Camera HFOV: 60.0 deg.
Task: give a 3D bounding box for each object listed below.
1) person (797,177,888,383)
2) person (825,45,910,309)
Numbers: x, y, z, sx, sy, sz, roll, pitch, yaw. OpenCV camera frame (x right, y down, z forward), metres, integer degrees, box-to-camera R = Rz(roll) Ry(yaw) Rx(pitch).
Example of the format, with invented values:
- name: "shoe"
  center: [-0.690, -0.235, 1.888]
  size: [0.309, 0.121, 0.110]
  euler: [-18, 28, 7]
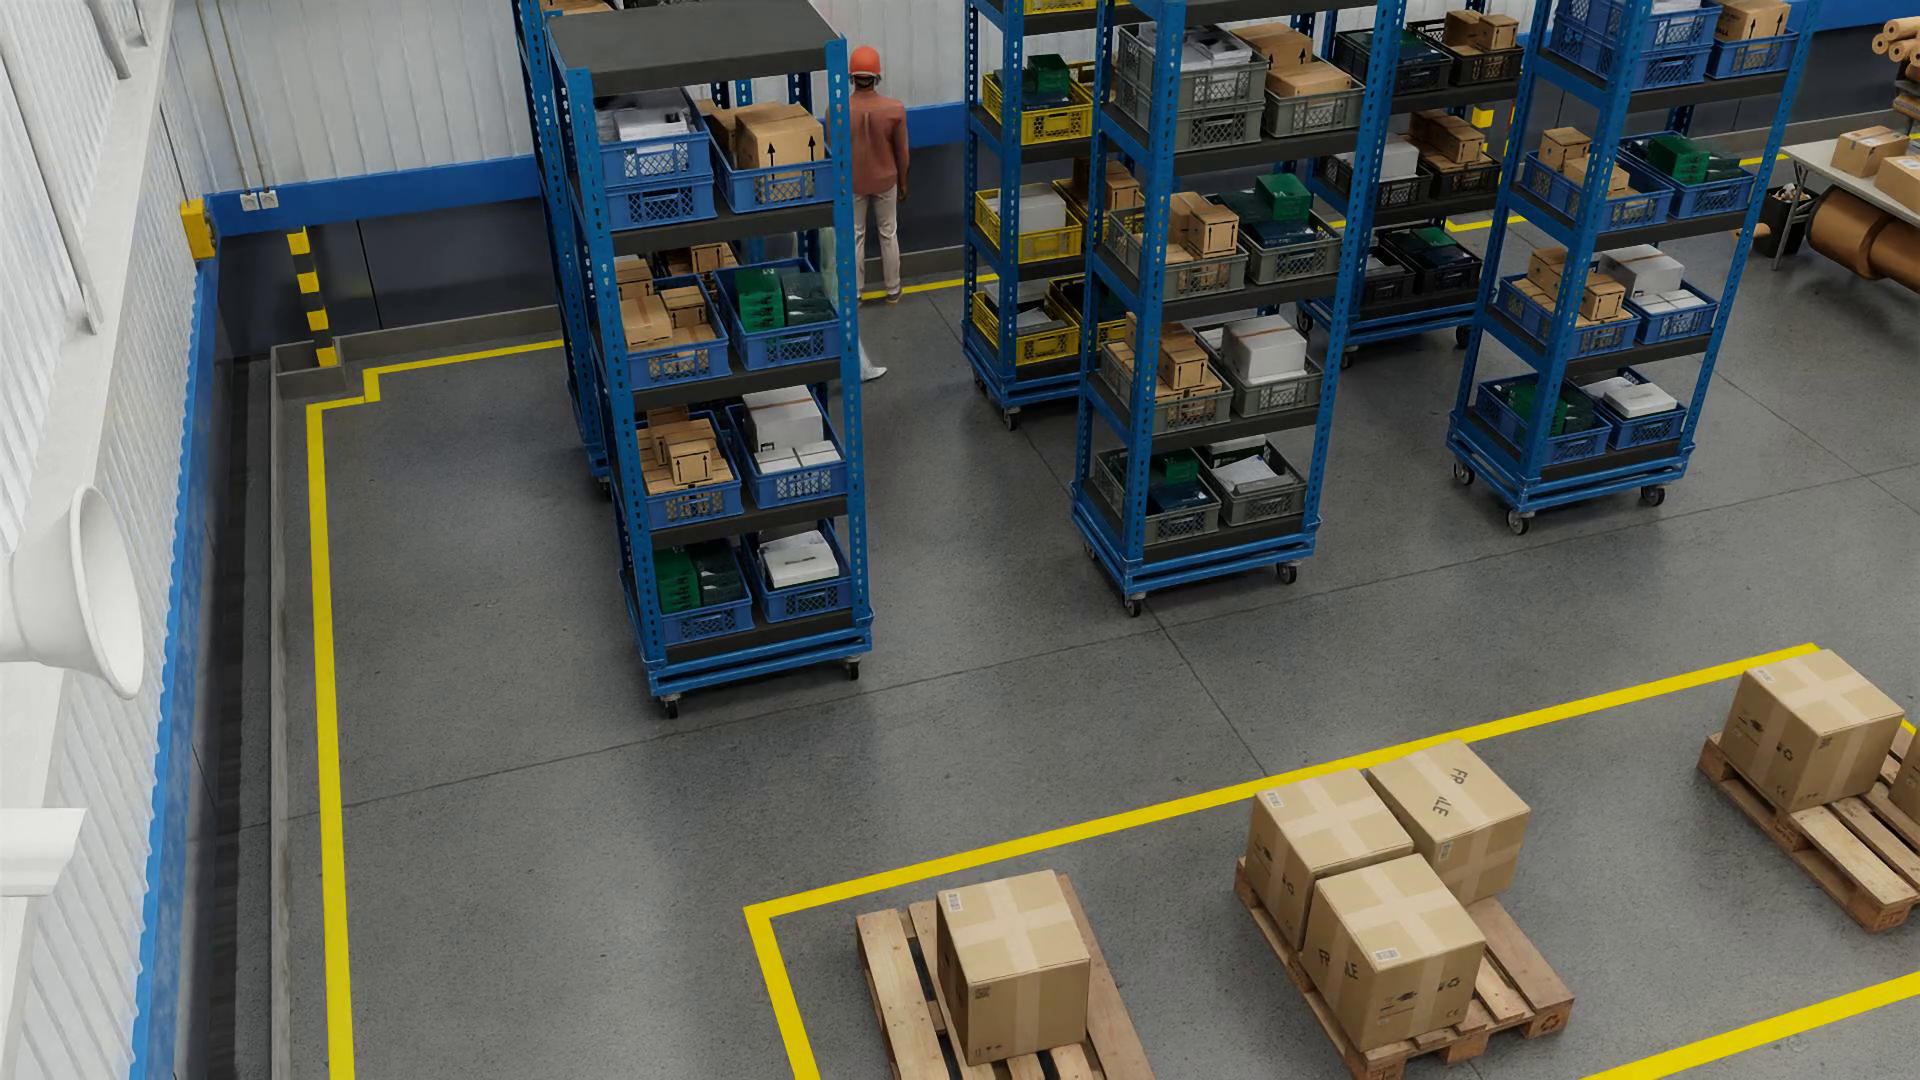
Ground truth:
- name: "person"
  center: [-0.961, -1.712, 11.331]
  size: [0.885, 1.583, 0.572]
  euler: [-20, 40, -26]
- name: "person"
  center: [-0.676, -2.667, 12.328]
  size: [0.612, 1.995, 0.382]
  euler: [-4, 35, -6]
